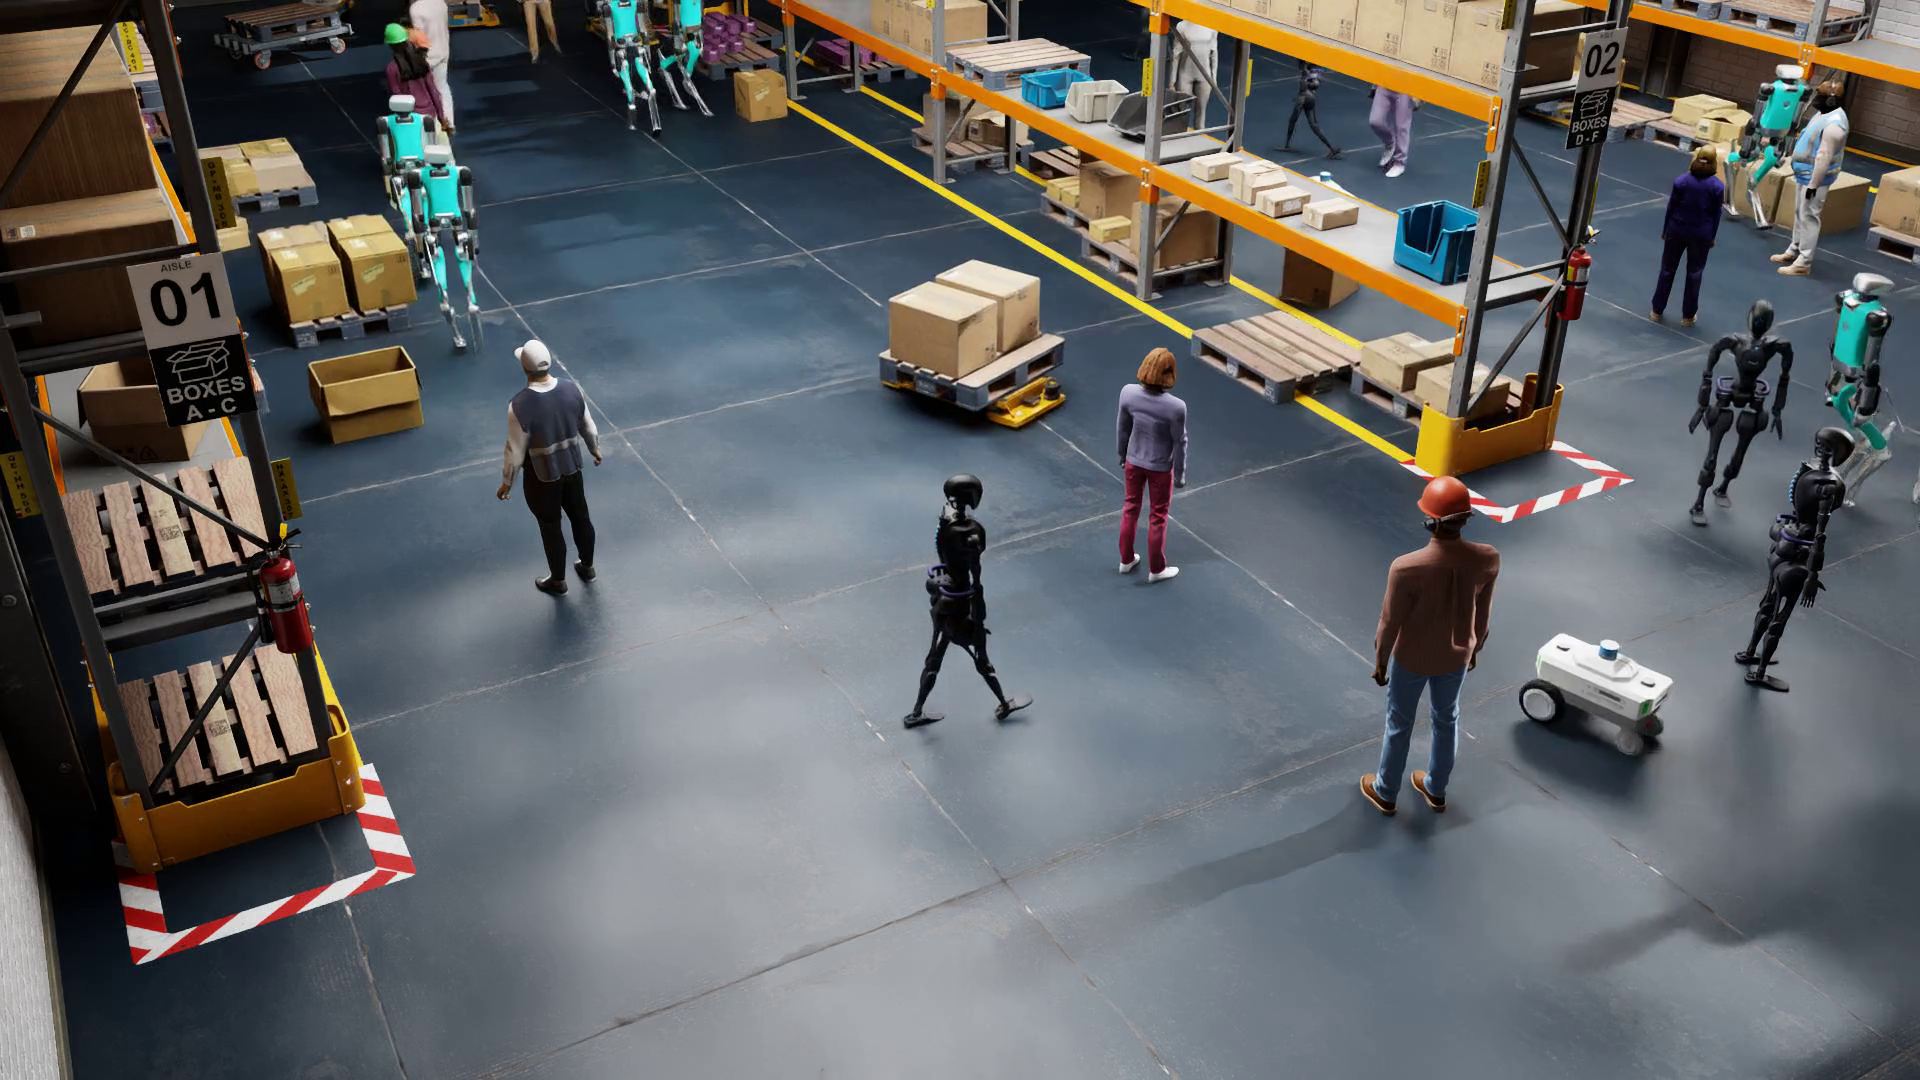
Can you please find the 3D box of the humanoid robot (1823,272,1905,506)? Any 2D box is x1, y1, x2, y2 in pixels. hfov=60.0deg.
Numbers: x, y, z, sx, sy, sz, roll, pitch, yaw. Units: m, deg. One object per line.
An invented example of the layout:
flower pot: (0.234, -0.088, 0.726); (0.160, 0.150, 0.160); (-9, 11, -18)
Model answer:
humanoid robot: (6.412, -1.002, 11.719); (0.699, 1.825, 0.530); (-2, 30, -3)

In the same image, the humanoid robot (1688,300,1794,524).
humanoid robot: (5.457, -0.919, 11.625); (0.606, 1.639, 0.596); (8, 31, 14)

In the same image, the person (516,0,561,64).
person: (-5.884, -7.572, 23.136); (0.592, 1.725, 0.681); (-8, 31, -14)

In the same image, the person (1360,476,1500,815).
person: (2.442, 0.575, 8.691); (0.610, 1.986, 0.402); (-5, 30, -9)

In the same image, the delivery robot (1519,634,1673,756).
delivery robot: (3.707, 0.846, 9.631); (0.499, 0.576, 0.757); (-26, 39, -38)

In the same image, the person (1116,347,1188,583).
person: (1.251, -0.490, 10.890); (0.506, 1.631, 0.266); (21, 36, 32)

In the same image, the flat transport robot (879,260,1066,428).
flat transport robot: (0.099, -1.288, 13.652); (1.431, 0.231, 0.659); (22, 36, 33)

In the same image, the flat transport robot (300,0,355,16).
flat transport robot: (-9.851, -8.167, 25.627); (0.659, 0.231, 1.431); (-1, 30, -3)

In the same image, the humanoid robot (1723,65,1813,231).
humanoid robot: (8.133, -4.012, 16.943); (0.550, 1.737, 1.047); (-2, 30, -3)

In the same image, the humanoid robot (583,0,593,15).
humanoid robot: (-5.809, -8.958, 25.659); (0.586, 1.642, 0.750); (-6, 30, -10)

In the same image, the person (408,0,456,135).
person: (-6.313, -5.768, 19.795); (0.469, 1.915, 0.649); (11, 32, 18)

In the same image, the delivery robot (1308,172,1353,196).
delivery robot: (3.746, -3.518, 17.244); (0.499, 0.592, 0.771); (-10, 31, -17)

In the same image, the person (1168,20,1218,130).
person: (2.670, -5.334, 19.073); (0.564, 1.888, 0.379); (-3, 30, -6)

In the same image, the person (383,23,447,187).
person: (-5.692, -4.472, 17.563); (0.870, 1.907, 0.522); (22, 36, 33)

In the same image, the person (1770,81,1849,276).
person: (8.118, -3.451, 15.857); (0.431, 1.836, 0.619); (7, 31, 12)

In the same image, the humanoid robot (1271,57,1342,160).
humanoid robot: (4.064, -5.205, 19.129); (0.802, 1.637, 0.613); (8, 31, 14)

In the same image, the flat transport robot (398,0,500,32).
flat transport robot: (-7.722, -7.872, 25.113); (1.431, 0.231, 0.659); (-10, 31, -17)

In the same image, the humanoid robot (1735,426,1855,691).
humanoid robot: (4.960, 0.080, 9.846); (0.315, 1.653, 0.599); (7, 31, 12)

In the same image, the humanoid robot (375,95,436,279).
humanoid robot: (-5.096, -3.235, 15.570); (0.552, 1.743, 0.993); (-9, 31, -16)

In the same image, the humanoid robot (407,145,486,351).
humanoid robot: (-4.311, -2.344, 14.119); (0.545, 1.881, 0.742); (-9, 31, -16)

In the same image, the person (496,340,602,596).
person: (-2.626, -0.459, 10.712); (0.432, 1.759, 0.759); (26, 39, 37)

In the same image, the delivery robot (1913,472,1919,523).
delivery robot: (7.039, -0.336, 11.717); (0.499, 0.604, 0.806); (6, 30, 10)

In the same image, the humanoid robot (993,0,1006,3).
humanoid robot: (0.407, -9.221, 26.100); (0.797, 1.613, 0.593); (-11, 32, -18)

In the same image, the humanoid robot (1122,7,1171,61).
humanoid robot: (2.671, -7.430, 22.966); (0.761, 1.630, 0.601); (9, 31, 16)

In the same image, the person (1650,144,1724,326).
person: (6.471, -2.711, 14.765); (0.454, 1.623, 0.351); (16, 34, 26)

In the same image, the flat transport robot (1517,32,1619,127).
flat transport robot: (7.490, -5.438, 20.877); (0.659, 0.231, 1.431); (-16, 33, -25)

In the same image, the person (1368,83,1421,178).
person: (4.854, -4.996, 18.487); (0.443, 1.884, 0.706); (-26, 39, -37)

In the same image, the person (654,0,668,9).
person: (-4.900, -9.143, 25.787); (0.706, 1.826, 0.432); (-8, 31, -14)

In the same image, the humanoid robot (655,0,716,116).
humanoid robot: (-3.473, -6.135, 20.651); (0.845, 1.802, 0.559); (19, 35, 30)

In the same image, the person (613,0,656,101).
person: (-4.132, -6.550, 21.256); (0.728, 1.814, 0.551); (14, 33, 22)

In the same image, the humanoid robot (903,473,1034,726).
humanoid robot: (0.032, 0.331, 9.451); (0.757, 1.632, 0.591); (-11, 32, -18)

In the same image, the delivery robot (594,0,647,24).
delivery robot: (-5.079, -7.935, 24.922); (0.754, 0.581, 0.499); (-20, 35, -31)

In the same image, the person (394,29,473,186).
person: (-5.911, -4.713, 18.175); (0.915, 1.705, 0.565); (10, 31, 17)

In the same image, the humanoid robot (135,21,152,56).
humanoid robot: (-10.921, -6.881, 21.972); (0.399, 1.643, 0.589); (23, 37, 34)

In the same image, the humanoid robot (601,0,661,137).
humanoid robot: (-3.841, -5.631, 19.786); (0.547, 1.780, 1.012); (-15, 33, -24)

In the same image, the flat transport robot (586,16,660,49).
flat transport robot: (-4.958, -7.462, 24.399); (0.659, 0.231, 1.431); (-15, 33, -24)
